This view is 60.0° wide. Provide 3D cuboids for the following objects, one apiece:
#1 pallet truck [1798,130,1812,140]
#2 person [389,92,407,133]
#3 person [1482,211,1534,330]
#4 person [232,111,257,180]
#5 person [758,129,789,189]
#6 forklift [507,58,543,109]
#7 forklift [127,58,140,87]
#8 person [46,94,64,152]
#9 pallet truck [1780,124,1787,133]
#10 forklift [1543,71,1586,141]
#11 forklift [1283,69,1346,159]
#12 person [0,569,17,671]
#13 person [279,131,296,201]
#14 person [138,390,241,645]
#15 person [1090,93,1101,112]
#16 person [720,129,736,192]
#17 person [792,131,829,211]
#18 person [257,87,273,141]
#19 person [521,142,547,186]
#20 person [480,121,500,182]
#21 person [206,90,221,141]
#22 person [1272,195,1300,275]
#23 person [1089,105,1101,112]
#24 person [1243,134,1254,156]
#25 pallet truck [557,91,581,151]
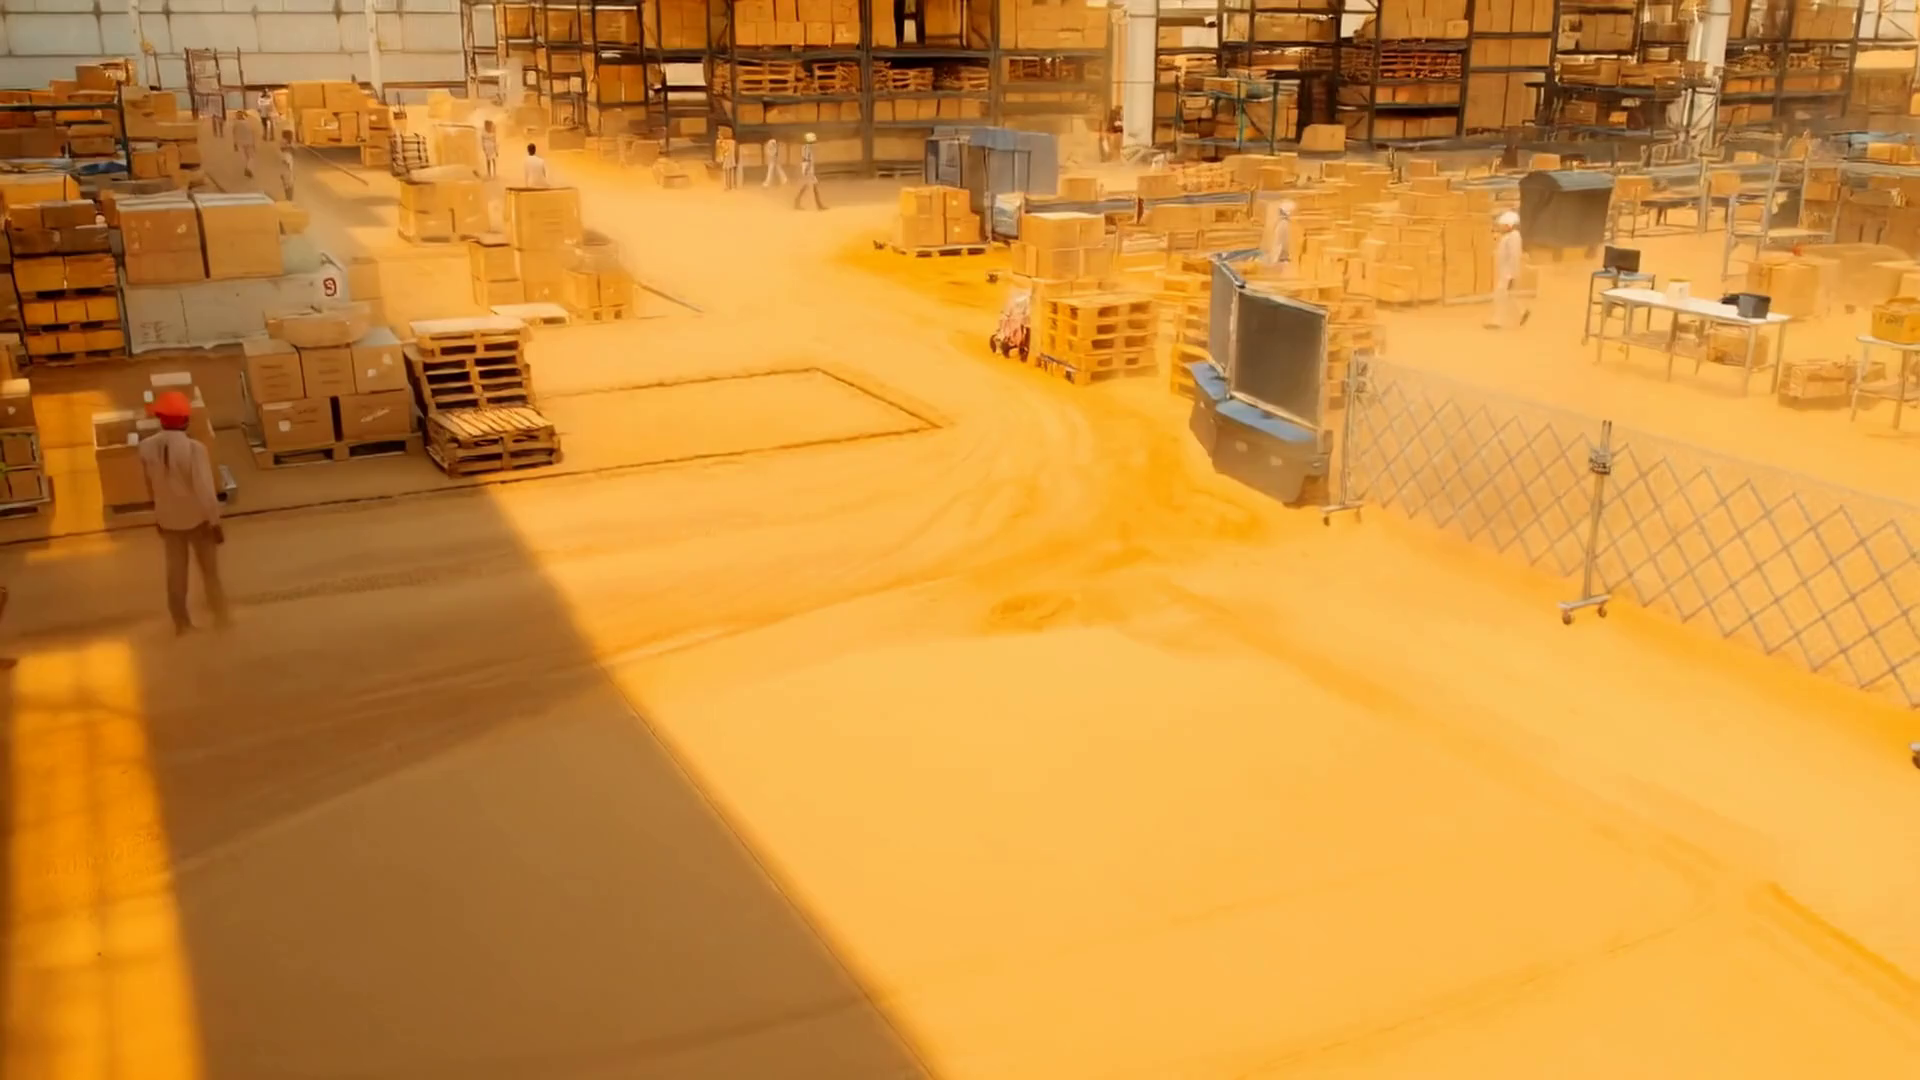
[{"bbox_3d":[25.526,-11.556,49.408,1.630,1.274,0.653,-9,20,-26],"label":"pallet truck"},{"bbox_3d":[-19.689,-14.731,58.331,0.592,1.912,0.385,-2,18,-7],"label":"person"},{"bbox_3d":[8.420,-4.097,25.324,0.682,1.817,0.602,3,18,10],"label":"person"},{"bbox_3d":[-20.363,-11.246,47.424,0.649,1.929,0.442,0,18,1],"label":"person"},{"bbox_3d":[-5.060,-10.337,45.136,0.858,1.585,0.523,-3,18,-9],"label":"person"},{"bbox_3d":[-17.451,-17.546,65.536,1.873,2.768,1.129,-9,20,-26],"label":"forklift"},{"bbox_3d":[-32.384,-17.515,65.438,1.873,2.768,1.129,-9,20,-26],"label":"forklift"},{"bbox_3d":[-30.803,-14.156,56.486,0.372,1.940,0.627,-9,20,-26],"label":"person"},{"bbox_3d":[25.206,-12.542,52.601,1.601,1.201,0.680,0,18,-2],"label":"pallet truck"},{"bbox_3d":[18.685,-13.231,52.085,1.873,2.768,1.129,-9,20,-26],"label":"forklift"},{"bbox_3d":[11.615,-13.871,54.079,1.129,2.768,1.873,-9,20,-27],"label":"forklift"},{"bbox_3d":[-7.257,0.089,12.142,0.609,1.896,0.421,7,19,22],"label":"person"},{"bbox_3d":[-15.954,-8.717,39.509,0.383,1.957,0.606,-11,21,-32],"label":"person"},{"bbox_3d":[-5.942,-0.169,12.789,0.622,1.992,0.396,5,18,15],"label":"person"},{"bbox_3d":[5.120,-16.398,63.577,0.538,1.877,0.680,10,20,29],"label":"person"},{"bbox_3d":[-6.193,-10.128,44.413,0.309,1.638,0.511,14,23,38],"label":"person"},{"bbox_3d":[-3.682,-8.919,40.241,0.909,1.898,0.555,2,18,5],"label":"person"},{"bbox_3d":[-25.587,-15.668,61.242,0.572,1.921,0.379,2,18,7],"label":"person"},{"bbox_3d":[-9.601,-8.014,37.480,0.546,1.843,0.701,-6,19,-18],"label":"person"},{"bbox_3d":[-13.285,-10.978,46.980,0.322,1.689,0.530,15,23,38],"label":"person"},{"bbox_3d":[-27.557,-15.679,61.451,0.446,1.816,0.674,1,18,5],"label":"person"},{"bbox_3d":[5.296,-4.541,26.571,0.930,1.896,0.570,5,18,14],"label":"person"},{"bbox_3d":[5.335,-16.893,65.508,0.501,1.633,0.285,3,18,9],"label":"person"},{"bbox_3d":[7.906,-10.417,45.362,0.609,1.618,0.503,-5,19,-16],"label":"person"},{"bbox_3d":[-13.495,-14.412,57.188,0.823,1.965,1.885,-3,18,-9],"label":"pallet truck"}]
